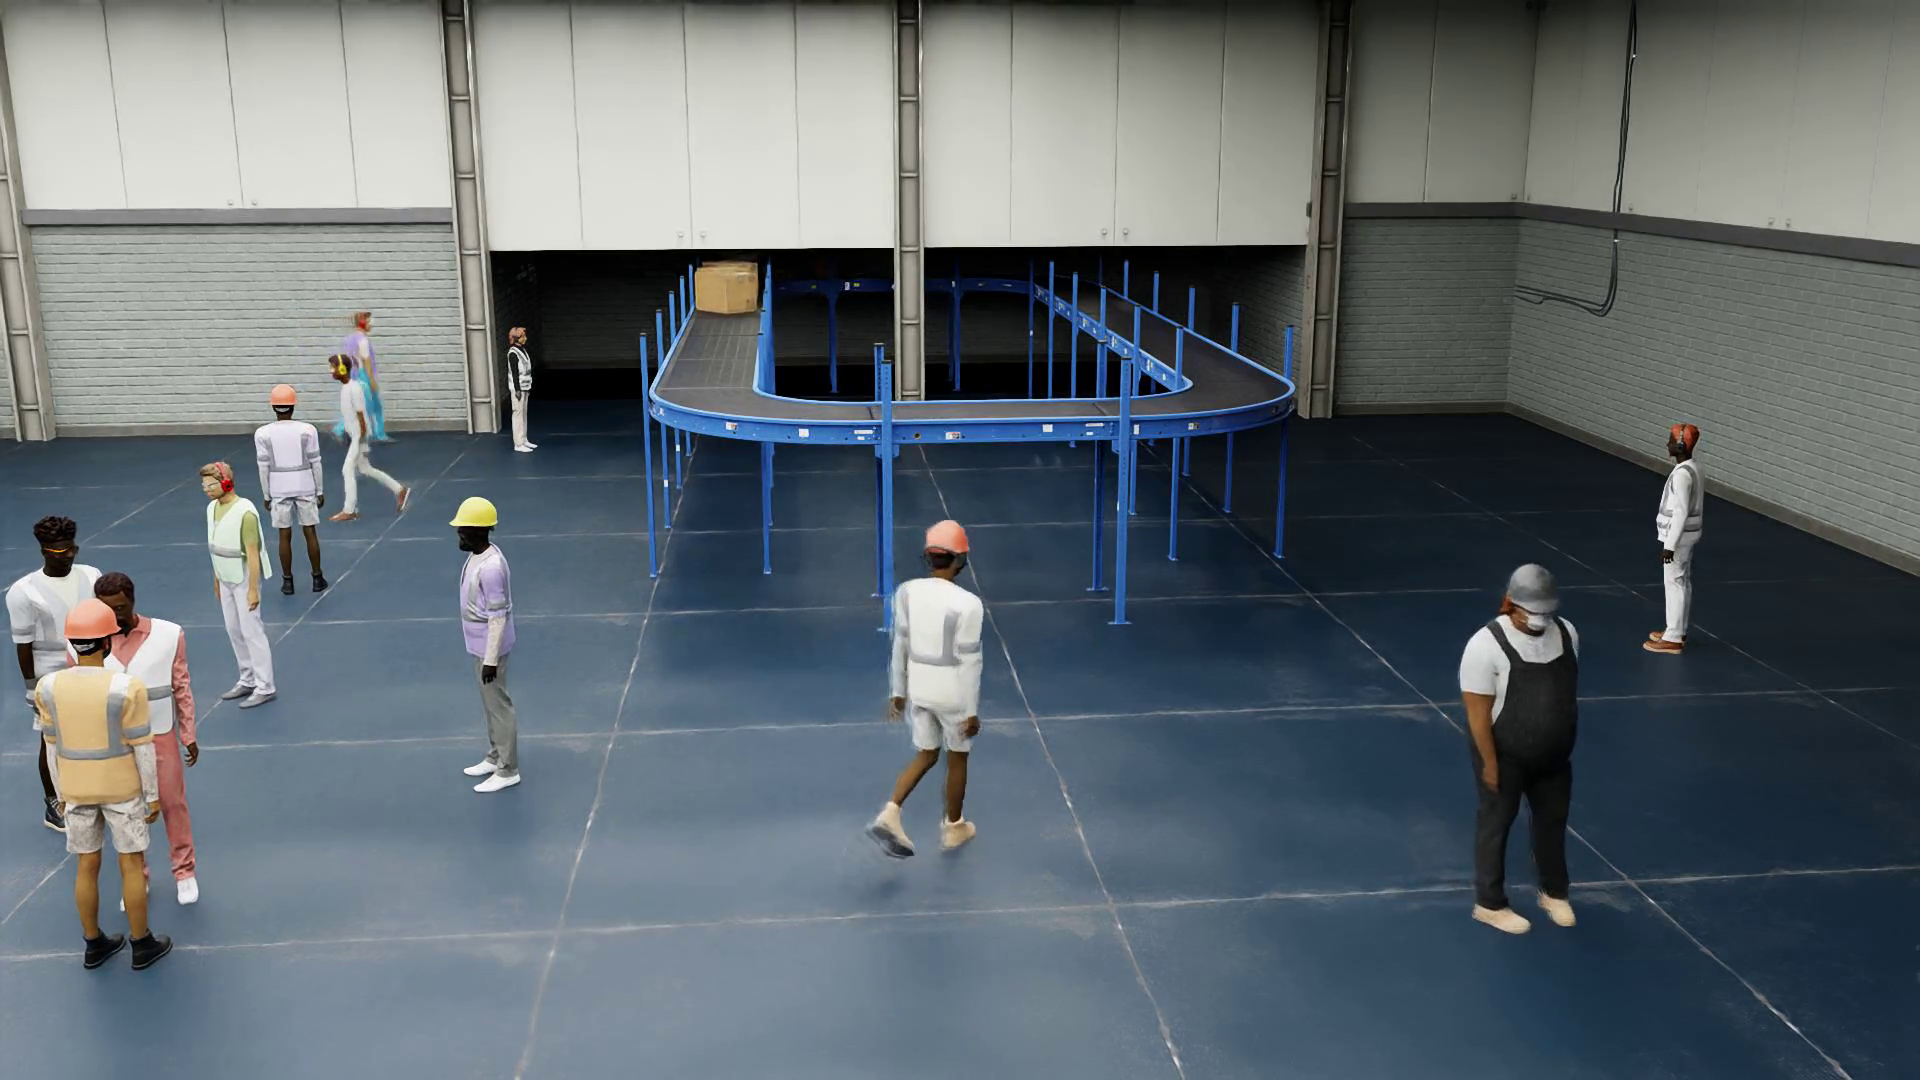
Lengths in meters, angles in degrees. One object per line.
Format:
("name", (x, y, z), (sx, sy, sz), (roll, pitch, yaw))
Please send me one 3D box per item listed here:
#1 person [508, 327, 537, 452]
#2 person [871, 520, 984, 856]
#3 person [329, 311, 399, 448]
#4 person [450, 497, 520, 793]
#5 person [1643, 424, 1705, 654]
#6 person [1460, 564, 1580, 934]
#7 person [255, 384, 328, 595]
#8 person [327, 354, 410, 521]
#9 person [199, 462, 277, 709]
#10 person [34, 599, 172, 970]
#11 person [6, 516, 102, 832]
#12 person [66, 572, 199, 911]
("person", (-5.791, -1.986, 21.915), (0.306, 1.640, 0.521), (-1, 14, -2))
("person", (-0.180, 0.896, 9.634), (0.618, 2.014, 0.724), (10, 17, 36))
("person", (-7.985, -2.129, 22.125), (0.811, 1.822, 0.575), (-6, 15, -22))
("person", (-3.054, 0.664, 10.723), (0.354, 1.930, 0.587), (-6, 15, -24))
("person", (5.835, -0.011, 13.520), (0.339, 1.880, 0.581), (9, 17, 33))
("person", (2.998, 1.079, 8.835), (0.693, 2.000, 0.543), (-4, 15, -16))
("person", (-6.102, -0.459, 15.200), (0.544, 1.939, 0.354), (-5, 15, -20))
("person", (-6.495, -1.130, 18.136), (0.851, 1.828, 0.580), (-8, 16, -28))
("person", (-5.338, 0.316, 12.322), (0.572, 1.831, 0.403), (11, 18, 37))
("person", (-4.320, 1.242, 8.427), (0.539, 1.929, 0.385), (-1, 14, -3))
("person", (-5.433, 0.804, 10.142), (0.385, 1.945, 0.603), (7, 16, 26))
("person", (-4.499, 1.085, 9.095), (0.597, 1.908, 0.408), (-5, 15, -21))
